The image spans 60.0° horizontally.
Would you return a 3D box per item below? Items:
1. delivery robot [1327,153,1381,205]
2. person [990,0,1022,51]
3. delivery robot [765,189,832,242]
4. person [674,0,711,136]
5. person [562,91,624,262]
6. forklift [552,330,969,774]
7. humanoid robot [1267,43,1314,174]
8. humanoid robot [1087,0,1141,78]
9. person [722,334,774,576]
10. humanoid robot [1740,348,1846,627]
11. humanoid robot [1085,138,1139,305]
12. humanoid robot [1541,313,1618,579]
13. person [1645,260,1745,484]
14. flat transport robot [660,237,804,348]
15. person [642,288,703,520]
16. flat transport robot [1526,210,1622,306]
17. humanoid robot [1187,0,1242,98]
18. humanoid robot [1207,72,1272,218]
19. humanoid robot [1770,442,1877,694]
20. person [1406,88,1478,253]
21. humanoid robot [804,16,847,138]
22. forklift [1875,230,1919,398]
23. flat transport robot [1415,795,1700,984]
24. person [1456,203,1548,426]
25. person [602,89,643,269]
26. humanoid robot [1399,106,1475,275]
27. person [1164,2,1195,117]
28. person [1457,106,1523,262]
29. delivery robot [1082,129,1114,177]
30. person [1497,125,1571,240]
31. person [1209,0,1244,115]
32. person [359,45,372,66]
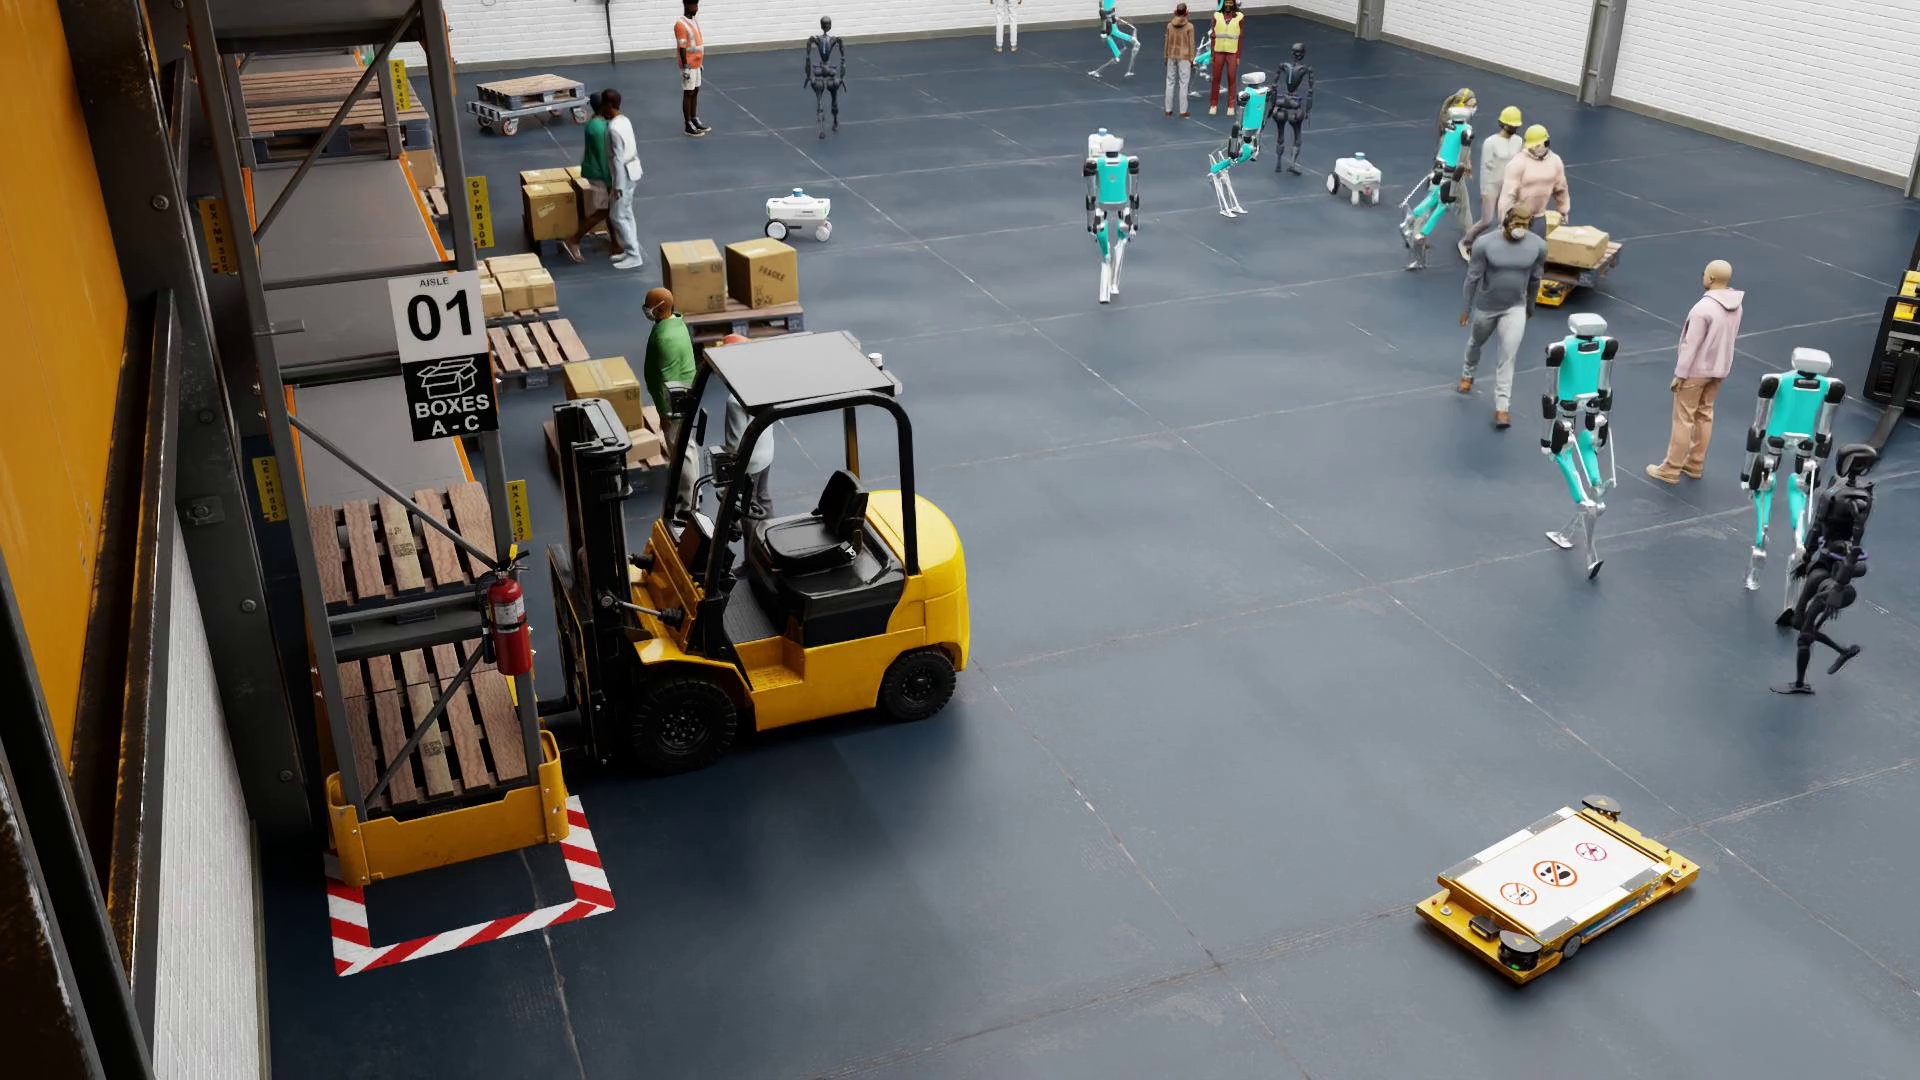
[{"bbox_3d":[4.920,-4.503,20.605,0.499,0.577,0.757,-5,27,-10],"label":"delivery robot"},{"bbox_3d":[0.812,-9.560,29.206,0.582,1.882,0.347,-3,27,-7],"label":"person"},{"bbox_3d":[-1.867,-3.720,19.085,0.813,0.609,0.499,1,27,1],"label":"delivery robot"},{"bbox_3d":[-3.788,-6.723,23.479,0.368,1.961,0.603,5,27,10],"label":"person"},{"bbox_3d":[-4.000,-3.950,18.118,0.785,1.823,0.507,-8,28,-16],"label":"person"},{"bbox_3d":[-1.094,0.010,9.831,2.313,2.155,1.214,-10,28,-20],"label":"forklift"},{"bbox_3d":[4.251,-5.583,21.544,0.608,1.637,0.462,15,30,27],"label":"humanoid robot"},{"bbox_3d":[2.571,-8.233,26.765,1.033,1.746,0.541,11,29,21],"label":"humanoid robot"},{"bbox_3d":[-1.478,-0.577,11.524,0.351,1.716,0.572,8,28,15],"label":"person"},{"bbox_3d":[5.510,-0.294,10.971,0.550,1.781,0.943,4,27,7],"label":"humanoid robot"},{"bbox_3d":[1.518,-3.211,16.734,0.560,1.732,1.009,1,27,3],"label":"humanoid robot"},{"bbox_3d":[4.433,-0.604,11.599,0.544,1.799,0.926,-7,28,-13],"label":"humanoid robot"},{"bbox_3d":[5.752,-1.289,12.878,0.537,1.774,0.417,-15,30,-27],"label":"person"},{"bbox_3d":[-2.164,-1.986,15.938,0.659,0.231,1.431,-7,28,-14],"label":"flat transport robot"},{"bbox_3d":[-2.129,-1.019,12.338,0.386,1.777,0.544,-2,27,-3],"label":"person"},{"bbox_3d":[6.187,-2.790,17.537,0.659,0.231,1.431,17,31,30],"label":"flat transport robot"},{"bbox_3d":[3.786,-7.615,25.549,1.029,1.721,0.566,-12,29,-22],"label":"humanoid robot"},{"bbox_3d":[3.196,-4.646,19.446,0.533,1.677,0.735,-23,34,-37],"label":"humanoid robot"},{"bbox_3d":[5.323,0.195,10.040,0.478,1.644,0.607,3,27,6],"label":"humanoid robot"},{"bbox_3d":[5.487,-4.057,18.329,0.960,1.825,0.552,3,27,7],"label":"person"},{"bbox_3d":[-1.911,-6.569,23.538,0.613,1.621,0.774,0,27,0],"label":"humanoid robot"},{"bbox_3d":[9.029,-2.397,14.618,1.214,2.155,2.313,18,32,32],"label":"forklift"},{"bbox_3d":[3.068,1.757,8.492,1.431,0.231,0.659,-17,31,-31],"label":"flat transport robot"},{"bbox_3d":[4.604,-1.994,14.195,0.644,1.864,1.150,5,27,10],"label":"person"},{"bbox_3d":[-3.644,-3.885,17.908,0.448,1.897,0.614,-1,27,-3],"label":"person"},{"bbox_3d":[4.983,-3.654,17.725,0.761,1.872,0.530,-5,27,-10],"label":"humanoid robot"},{"bbox_3d":[3.222,-7.076,24.531,0.471,1.646,0.328,13,30,24],"label":"person"},{"bbox_3d":[5.760,-3.798,17.899,0.540,1.753,0.552,-13,29,-24],"label":"person"},{"bbox_3d":[1.853,-5.041,21.713,0.499,0.609,0.784,1,27,3],"label":"delivery robot"},{"bbox_3d":[5.749,-3.286,16.782,0.824,1.833,0.528,-7,27,-13],"label":"person"},{"bbox_3d":[3.943,-7.211,24.669,0.470,1.764,0.365,6,27,12],"label":"person"},{"bbox_3d":[-8.644,-6.944,24.073,0.601,1.827,0.525,-14,30,-25],"label":"person"}]
